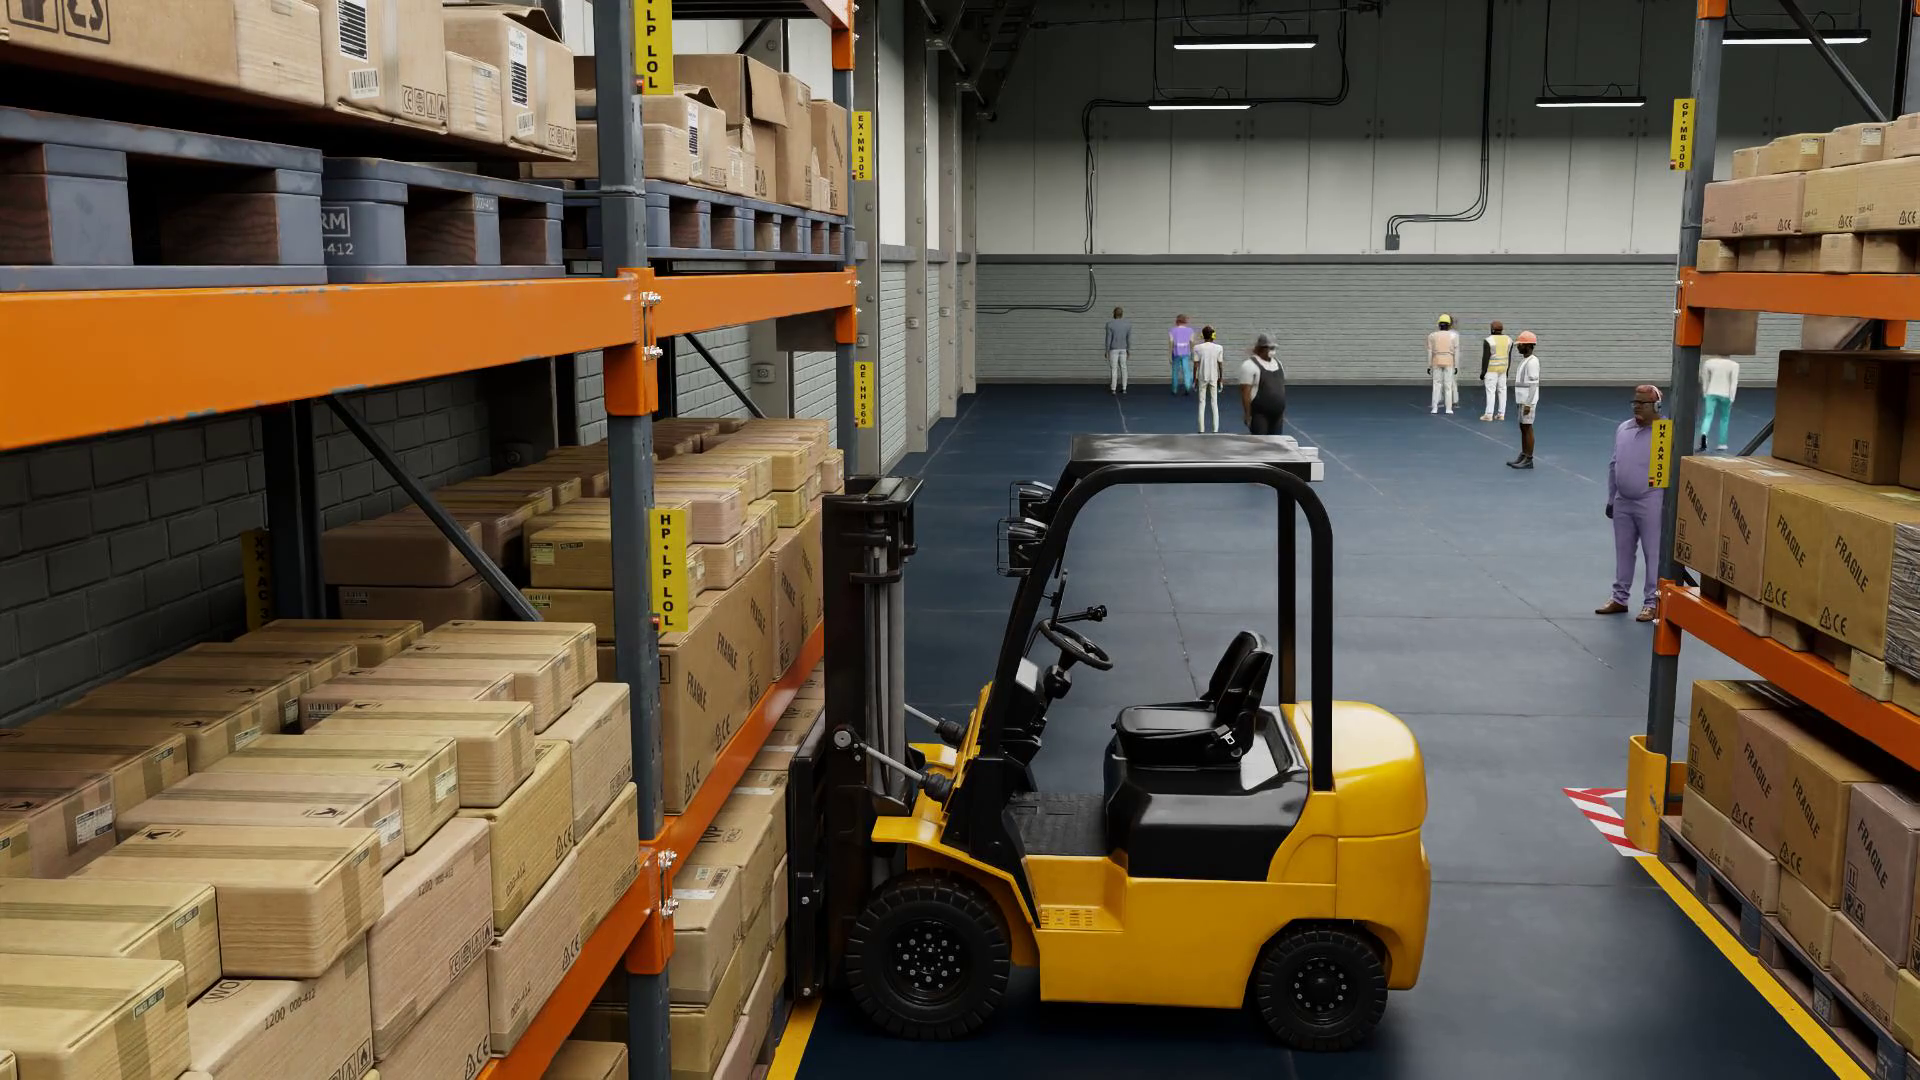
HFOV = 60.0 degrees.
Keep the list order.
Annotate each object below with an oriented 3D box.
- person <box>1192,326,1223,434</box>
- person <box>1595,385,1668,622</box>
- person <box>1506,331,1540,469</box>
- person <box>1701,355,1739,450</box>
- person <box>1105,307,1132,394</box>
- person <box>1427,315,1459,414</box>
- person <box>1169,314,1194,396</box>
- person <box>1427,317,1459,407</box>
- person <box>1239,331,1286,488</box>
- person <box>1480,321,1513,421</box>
[{"bbox_3d":[4.133,-2.644,27.802,0.512,1.866,0.330,1,9,5],"label":"person"},{"bbox_3d":[5.503,-0.300,13.464,0.404,1.911,0.636,-6,11,-32],"label":"person"},{"bbox_3d":[7.981,-1.973,23.507,0.361,1.939,0.543,1,9,7],"label":"person"},{"bbox_3d":[11.708,-2.238,25.684,0.519,1.748,0.703,8,12,39],"label":"person"},{"bbox_3d":[3.540,-4.247,37.284,0.635,1.939,0.359,-3,10,-19],"label":"person"},{"bbox_3d":[9.325,-3.385,32.125,0.584,1.918,0.381,3,10,19],"label":"person"},{"bbox_3d":[4.882,-4.075,36.648,0.579,1.811,0.908,-1,9,-9],"label":"person"},{"bbox_3d":[9.794,-3.596,33.641,0.746,1.834,0.572,7,11,35],"label":"person"},{"bbox_3d":[3.968,-1.714,21.631,0.693,2.000,0.582,-6,11,-32],"label":"person"},{"bbox_3d":[9.895,-3.123,30.770,0.619,1.845,0.430,-3,10,-19],"label":"person"}]
